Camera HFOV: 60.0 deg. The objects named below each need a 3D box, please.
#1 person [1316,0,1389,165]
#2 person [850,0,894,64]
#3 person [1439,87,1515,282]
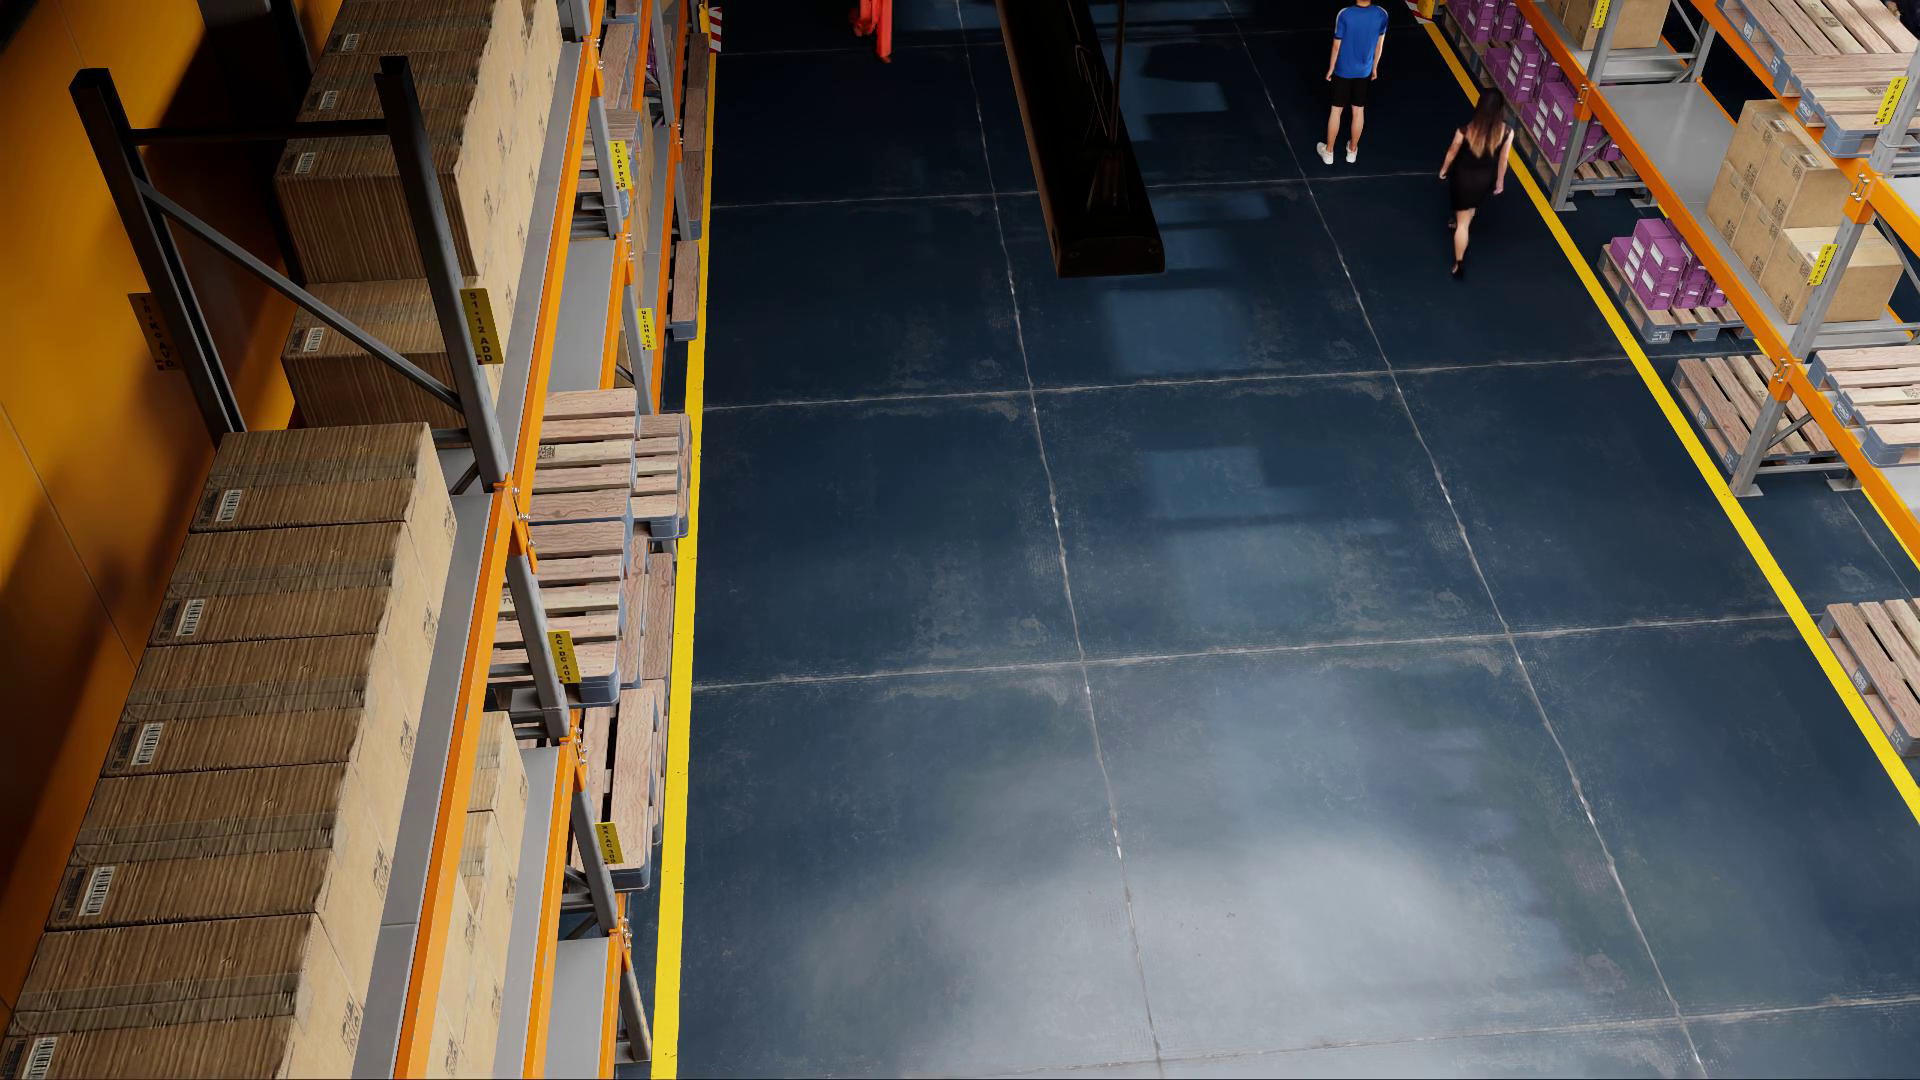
[{"bbox_3d":[3.686,-4.421,15.600,0.630,1.866,0.546,-4,44,-4],"label":"person"},{"bbox_3d":[-0.928,-5.853,17.157,0.847,1.791,0.994,-21,48,-21],"label":"person"},{"bbox_3d":[4.400,-2.997,14.245,0.728,1.673,1.041,0,44,0],"label":"person"}]
